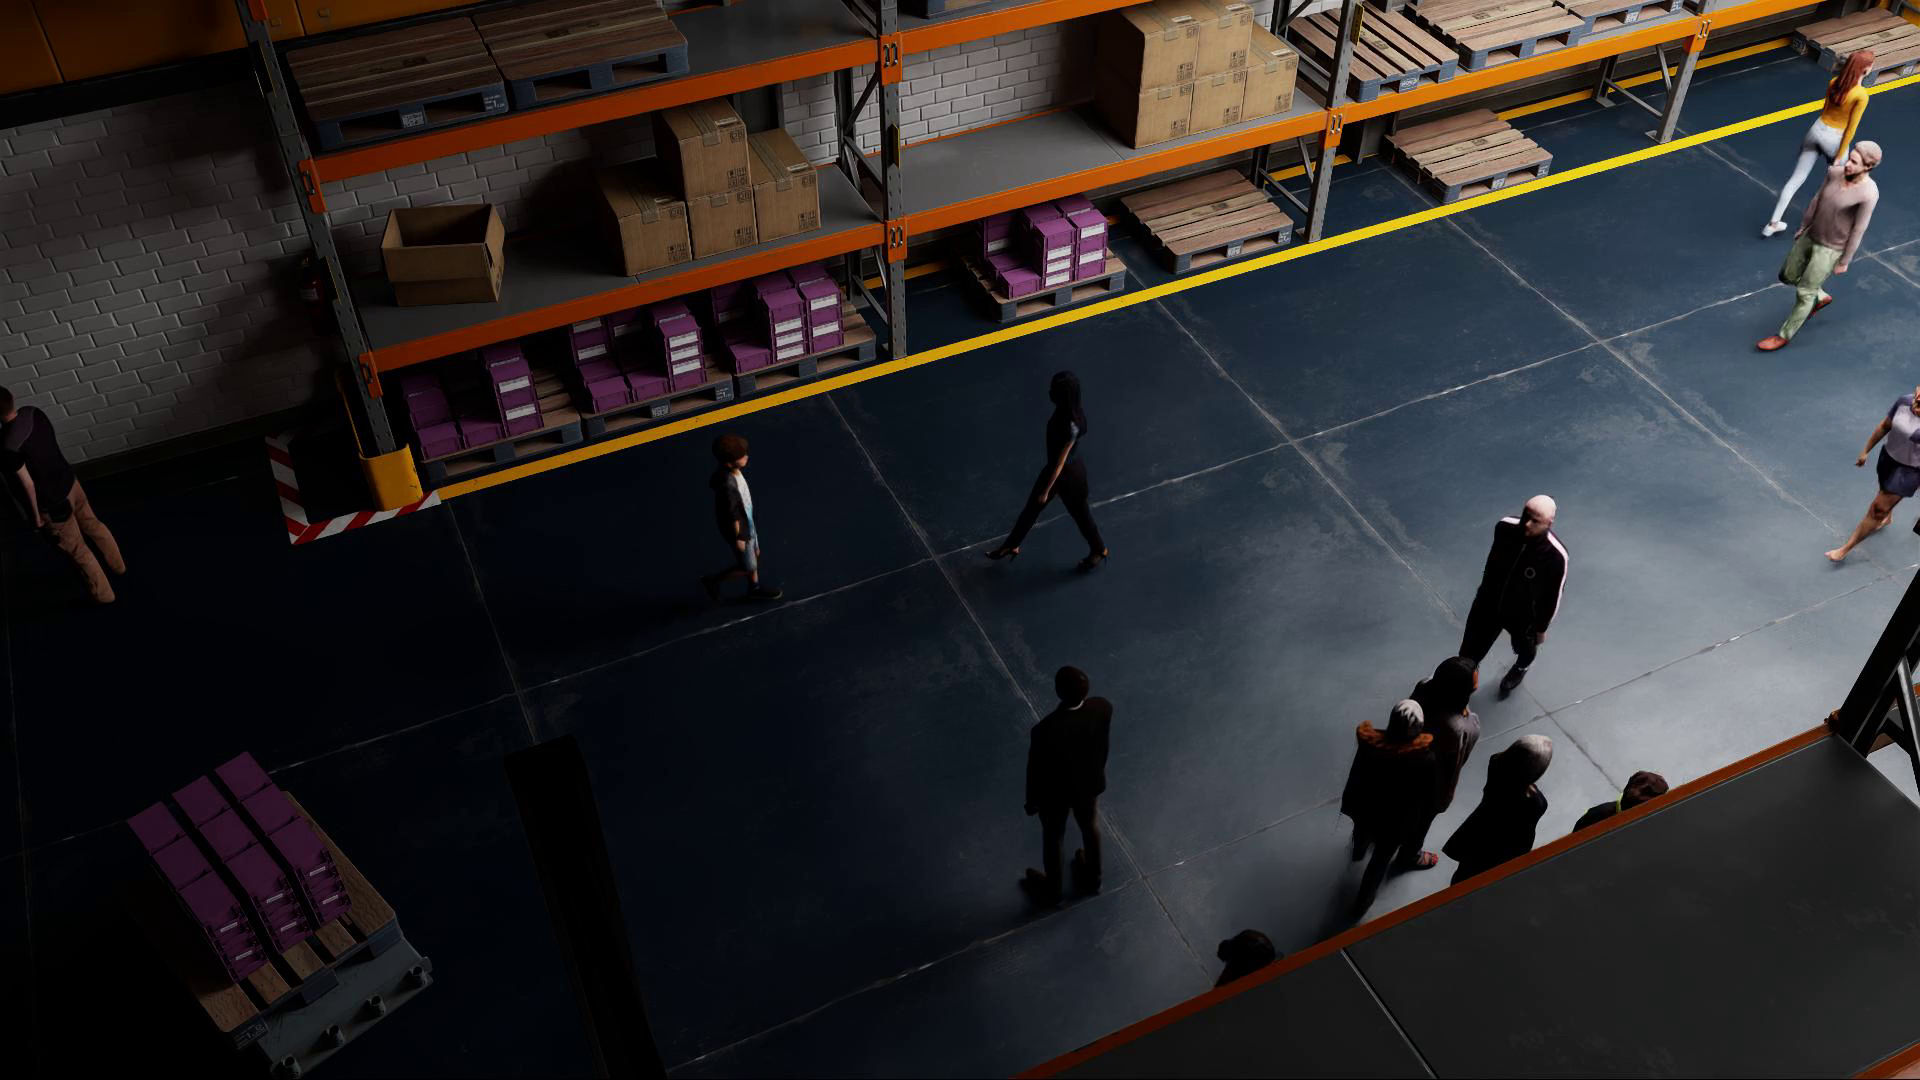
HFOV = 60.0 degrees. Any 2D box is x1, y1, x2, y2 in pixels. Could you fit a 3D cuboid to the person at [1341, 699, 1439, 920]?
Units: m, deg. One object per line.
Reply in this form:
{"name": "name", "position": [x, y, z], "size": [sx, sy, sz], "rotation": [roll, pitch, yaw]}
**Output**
{"name": "person", "position": [2.350, 1.517, 9.182], "size": [0.901, 1.612, 0.994], "rotation": [20, 47, 20]}

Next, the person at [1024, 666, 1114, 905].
{"name": "person", "position": [0.620, 1.360, 9.215], "size": [0.483, 1.793, 0.720], "rotation": [-19, 47, -19]}

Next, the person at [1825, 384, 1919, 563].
{"name": "person", "position": [6.514, -0.553, 11.425], "size": [0.991, 1.515, 0.566], "rotation": [-18, 46, -18]}

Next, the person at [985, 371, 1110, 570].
{"name": "person", "position": [0.788, -0.405, 11.137], "size": [1.151, 1.698, 0.798], "rotation": [-5, 44, -5]}

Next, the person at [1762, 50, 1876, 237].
{"name": "person", "position": [7.326, -3.340, 14.218], "size": [1.151, 1.697, 0.649], "rotation": [-22, 48, -21]}

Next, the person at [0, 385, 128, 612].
{"name": "person", "position": [-5.970, -0.314, 10.938], "size": [0.741, 1.840, 0.767], "rotation": [-1, 44, -1]}

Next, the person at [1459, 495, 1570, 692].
{"name": "person", "position": [3.452, 0.395, 10.233], "size": [1.302, 1.787, 0.977], "rotation": [-34, 53, -31]}

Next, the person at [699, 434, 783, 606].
{"name": "person", "position": [-1.518, -0.102, 11.006], "size": [0.855, 1.439, 0.716], "rotation": [0, 44, 0]}

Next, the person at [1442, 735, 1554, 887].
{"name": "person", "position": [2.894, 1.632, 8.966], "size": [0.573, 1.743, 0.611], "rotation": [-15, 46, -15]}

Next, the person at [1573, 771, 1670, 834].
{"name": "person", "position": [3.390, 1.766, 8.683], "size": [1.101, 1.941, 1.136], "rotation": [5, 44, 5]}

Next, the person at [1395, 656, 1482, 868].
{"name": "person", "position": [2.664, 1.241, 9.473], "size": [0.685, 1.610, 0.664], "rotation": [-11, 45, -12]}

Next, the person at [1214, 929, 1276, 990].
{"name": "person", "position": [1.453, 2.525, 8.100], "size": [0.927, 1.645, 0.966], "rotation": [-11, 45, -11]}

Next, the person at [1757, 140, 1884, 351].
{"name": "person", "position": [6.839, -2.320, 13.030], "size": [0.967, 1.859, 0.759], "rotation": [-13, 45, -13]}
